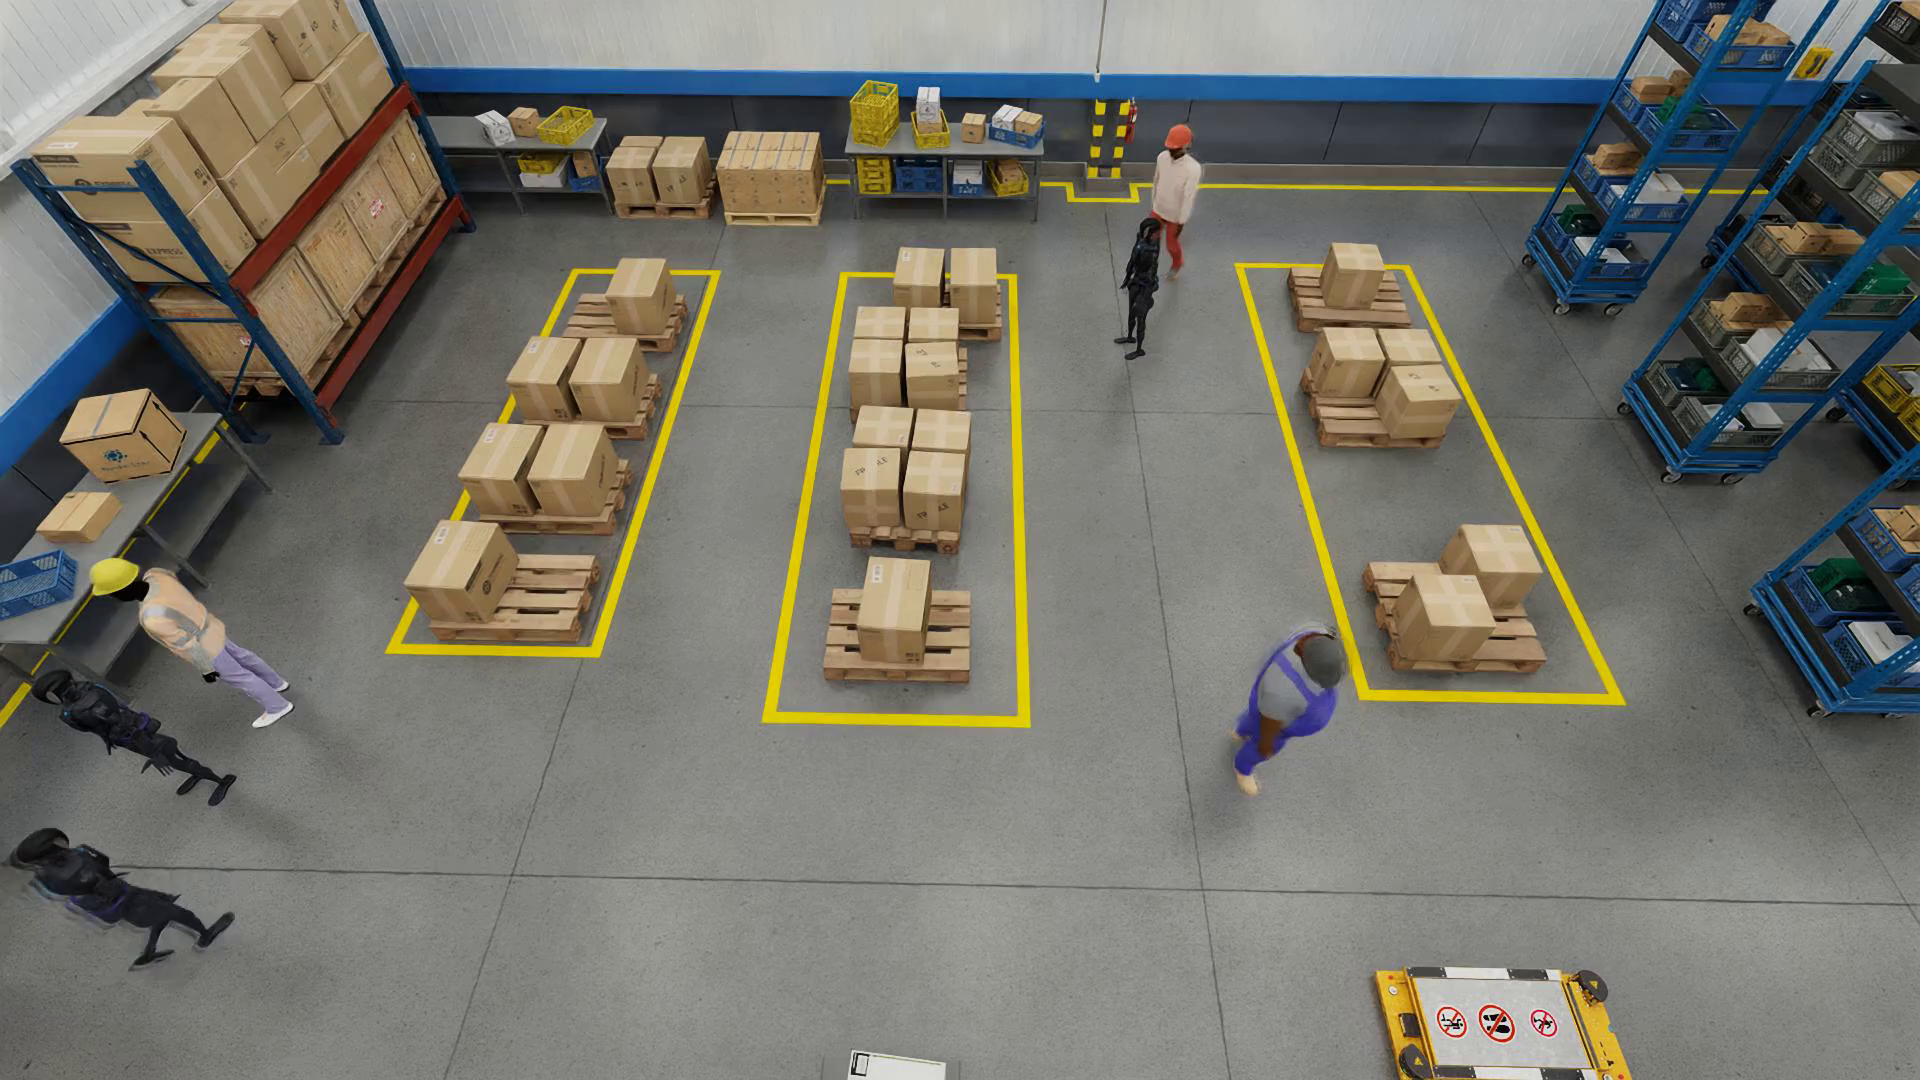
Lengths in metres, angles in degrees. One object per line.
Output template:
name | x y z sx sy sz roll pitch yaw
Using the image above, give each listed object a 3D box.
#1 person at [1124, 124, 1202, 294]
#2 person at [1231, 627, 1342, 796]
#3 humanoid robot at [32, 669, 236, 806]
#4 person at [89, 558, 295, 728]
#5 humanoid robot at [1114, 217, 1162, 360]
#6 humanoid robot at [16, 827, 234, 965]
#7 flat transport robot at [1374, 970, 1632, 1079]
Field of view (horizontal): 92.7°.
person | 2.384 -3.764 10.457 0.847 1.964 0.617 -37 60 -26
person | 2.312 1.124 6.428 0.571 2.000 0.811 30 57 22
humanoid robot | -5.804 1.403 6.424 0.586 1.657 0.331 14 52 11
person | -5.650 0.763 6.797 0.376 1.924 0.594 -25 55 -19
humanoid robot | 1.905 -2.670 9.743 0.324 1.658 0.602 -12 52 -9
humanoid robot | -5.276 2.258 5.737 0.642 1.638 0.451 18 53 14
flat transport robot | 3.501 3.133 5.914 1.431 0.197 0.652 1 51 1
